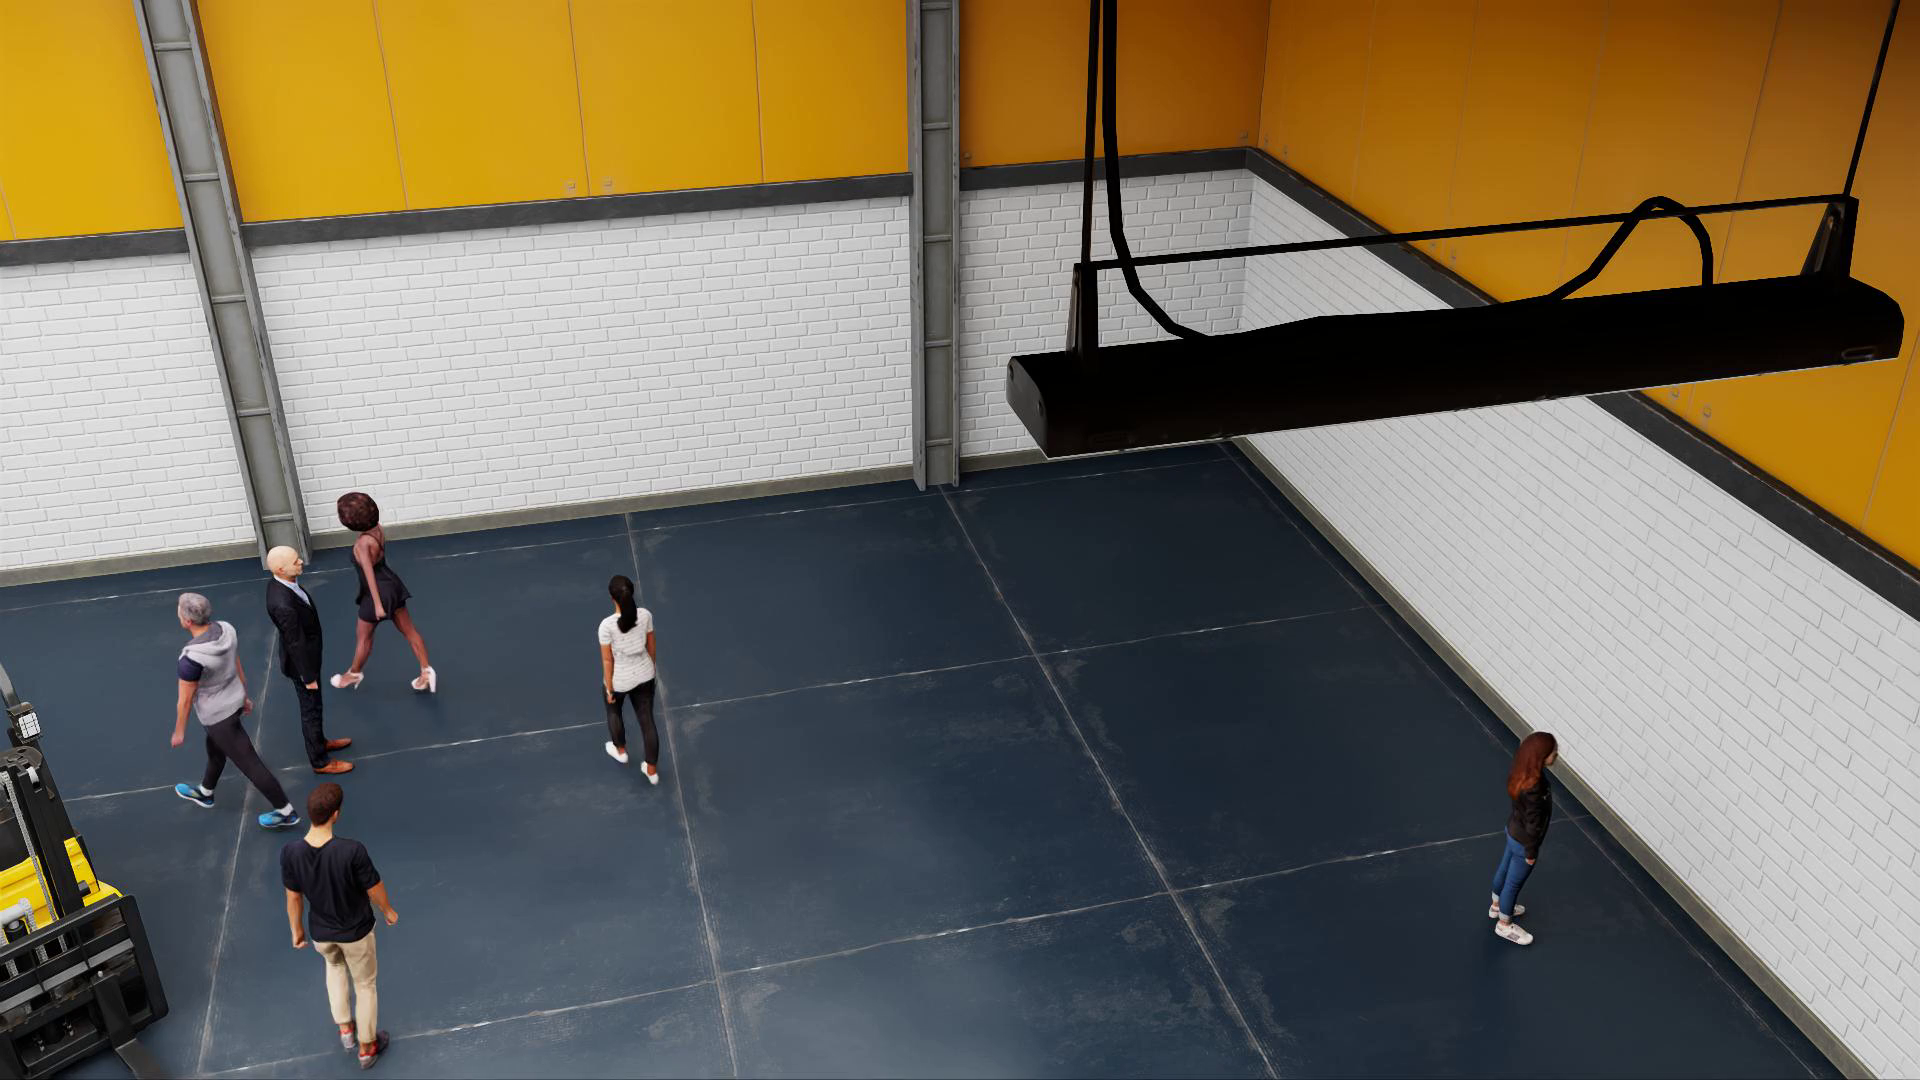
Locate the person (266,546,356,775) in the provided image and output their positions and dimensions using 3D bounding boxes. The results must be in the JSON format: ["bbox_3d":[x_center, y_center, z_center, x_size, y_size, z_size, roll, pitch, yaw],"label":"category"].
[{"bbox_3d":[-4.675,0.837,11.821,0.613,1.800,0.707,-11,30,-19],"label":"person"}]

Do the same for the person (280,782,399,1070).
[{"bbox_3d":[-3.459,2.227,9.244,0.656,1.828,0.807,1,29,2],"label":"person"}]

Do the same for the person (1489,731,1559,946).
[{"bbox_3d":[3.503,1.818,10.350,0.618,1.485,0.623,3,29,5],"label":"person"}]

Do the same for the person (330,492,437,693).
[{"bbox_3d":[-4.284,0.445,12.593,1.113,1.749,0.829,2,29,4],"label":"person"}]

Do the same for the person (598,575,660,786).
[{"bbox_3d":[-2.275,1.017,11.670,0.822,1.628,0.781,-17,33,-29],"label":"person"}]

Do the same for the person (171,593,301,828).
[{"bbox_3d":[-4.865,1.199,11.185,1.285,1.772,0.992,3,29,5],"label":"person"}]
